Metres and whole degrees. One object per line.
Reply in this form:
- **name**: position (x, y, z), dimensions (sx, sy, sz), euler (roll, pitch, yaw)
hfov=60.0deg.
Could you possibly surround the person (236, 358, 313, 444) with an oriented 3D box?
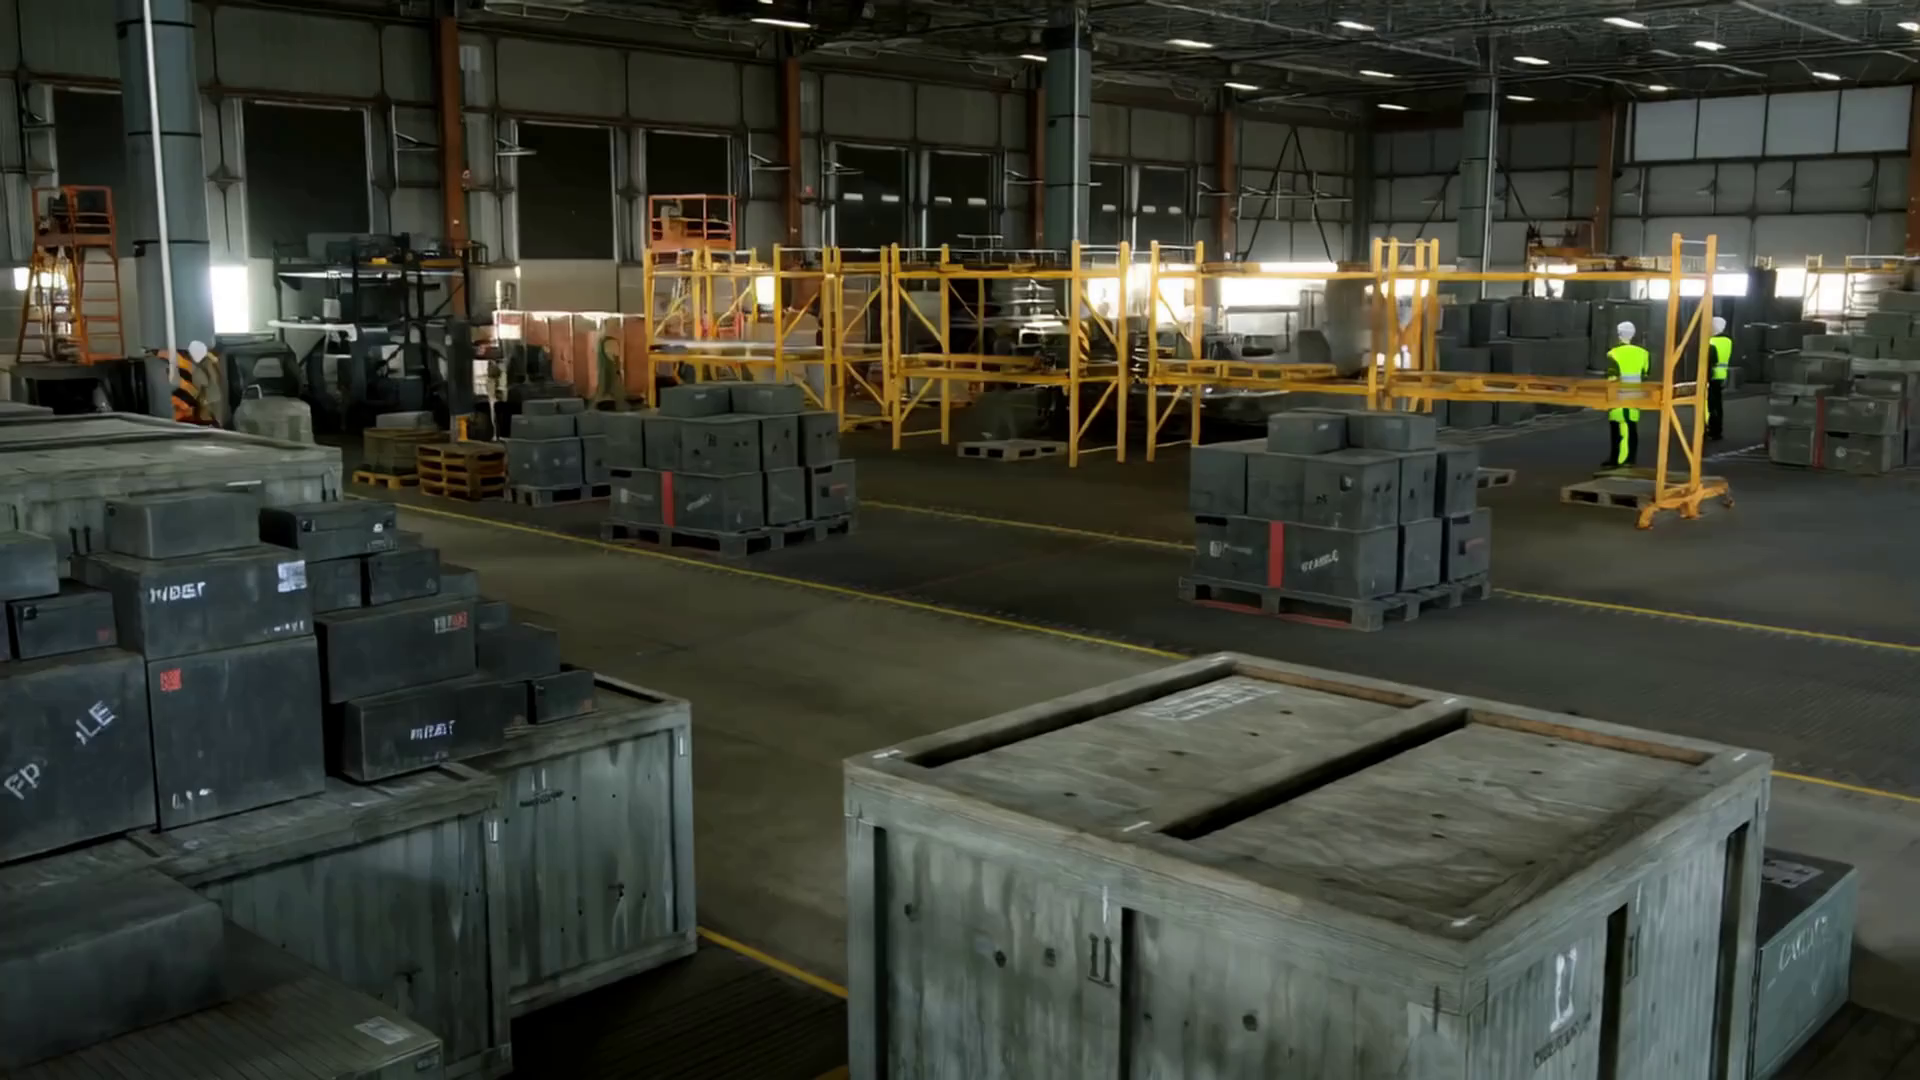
- **person**: position (-5.709, -0.557, 13.907), dimensions (0.587, 1.918, 0.398), euler (-4, 10, -21)

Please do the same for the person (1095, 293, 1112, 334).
- **person**: position (4.426, -6.650, 51.235), dimensions (0.543, 1.929, 0.387), euler (-2, 9, -9)

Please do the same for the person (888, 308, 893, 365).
- **person**: position (-1.760, -5.265, 43.652), dimensions (0.313, 1.633, 0.522), euler (4, 10, 21)

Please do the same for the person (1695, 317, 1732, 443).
- **person**: position (11.569, -2.444, 25.465), dimensions (0.593, 1.922, 0.391), euler (-9, 13, -44)

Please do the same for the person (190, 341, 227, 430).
- **person**: position (-10.583, -1.936, 23.151), dimensions (0.842, 1.661, 0.553), euler (-1, 9, -4)

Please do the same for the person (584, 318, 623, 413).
- **person**: position (-6.167, -2.944, 28.869), dimensions (0.517, 1.817, 0.858), euler (7, 12, 37)

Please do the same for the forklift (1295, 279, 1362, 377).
- **forklift**: position (9.386, -5.479, 41.136), dimensions (1.873, 2.768, 1.129), euler (9, 13, 43)

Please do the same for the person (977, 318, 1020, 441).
- **person**: position (0.560, -2.419, 25.371), dimensions (0.867, 1.909, 0.634), euler (3, 10, 15)

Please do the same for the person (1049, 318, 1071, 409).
- **person**: position (1.919, -3.337, 31.500), dimensions (0.484, 1.739, 0.320), euler (2, 9, 9)

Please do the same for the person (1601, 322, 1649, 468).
- **person**: position (8.852, -1.930, 22.195), dimensions (0.603, 1.959, 0.379), euler (-2, 9, -10)

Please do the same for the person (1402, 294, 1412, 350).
- **person**: position (14.508, -7.051, 53.950), dimensions (0.347, 1.854, 0.697), euler (2, 9, 11)

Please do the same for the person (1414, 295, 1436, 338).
- **person**: position (13.259, -6.041, 47.461), dimensions (0.629, 1.940, 0.376), euler (5, 11, 29)

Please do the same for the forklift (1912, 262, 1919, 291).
- **forklift**: position (22.950, -5.191, 39.371), dimensions (1.129, 2.768, 1.873), euler (-1, 9, -6)

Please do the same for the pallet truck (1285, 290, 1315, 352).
- **pallet truck**: position (11.297, -6.951, 52.861), dimensions (1.885, 1.965, 0.823), euler (-5, 11, -29)

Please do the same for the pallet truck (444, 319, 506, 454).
- **pallet truck**: position (-6.981, -1.942, 22.150), dimensions (1.885, 1.965, 0.823), euler (1, 9, 9)
